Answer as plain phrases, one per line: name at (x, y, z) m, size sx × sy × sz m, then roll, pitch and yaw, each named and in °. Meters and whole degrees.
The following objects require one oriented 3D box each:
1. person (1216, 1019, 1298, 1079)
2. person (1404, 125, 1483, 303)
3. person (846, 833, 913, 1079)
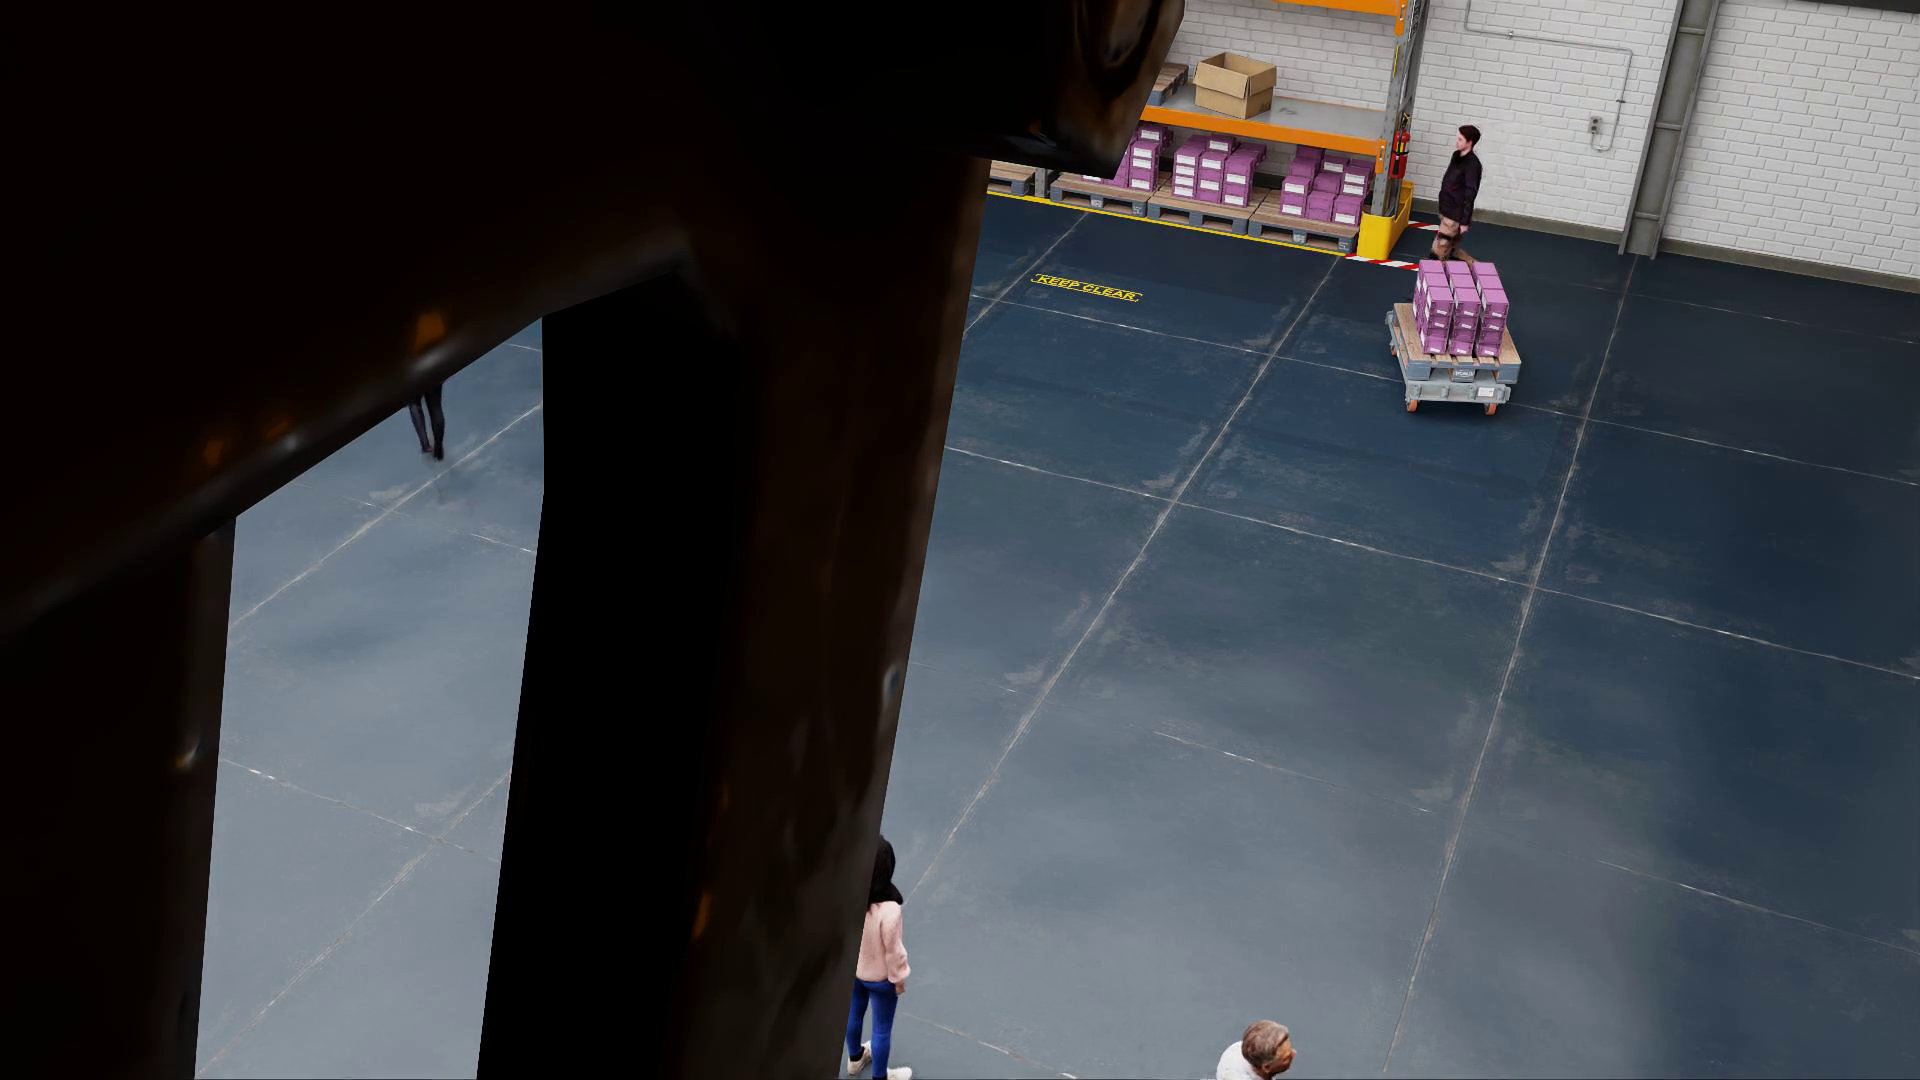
person at (1.212, 2.882, 7.839) m, size 1.318 × 1.762 × 1.035 m, roll -1°, pitch 34°, yaw -2°
person at (5.134, -3.309, 17.026) m, size 1.243 × 1.902 × 1.052 m, roll -3°, pitch 34°, yaw -5°
person at (-0.479, 2.248, 8.788) m, size 0.774 × 1.767 × 0.614 m, roll -28°, pitch 43°, yaw -35°
